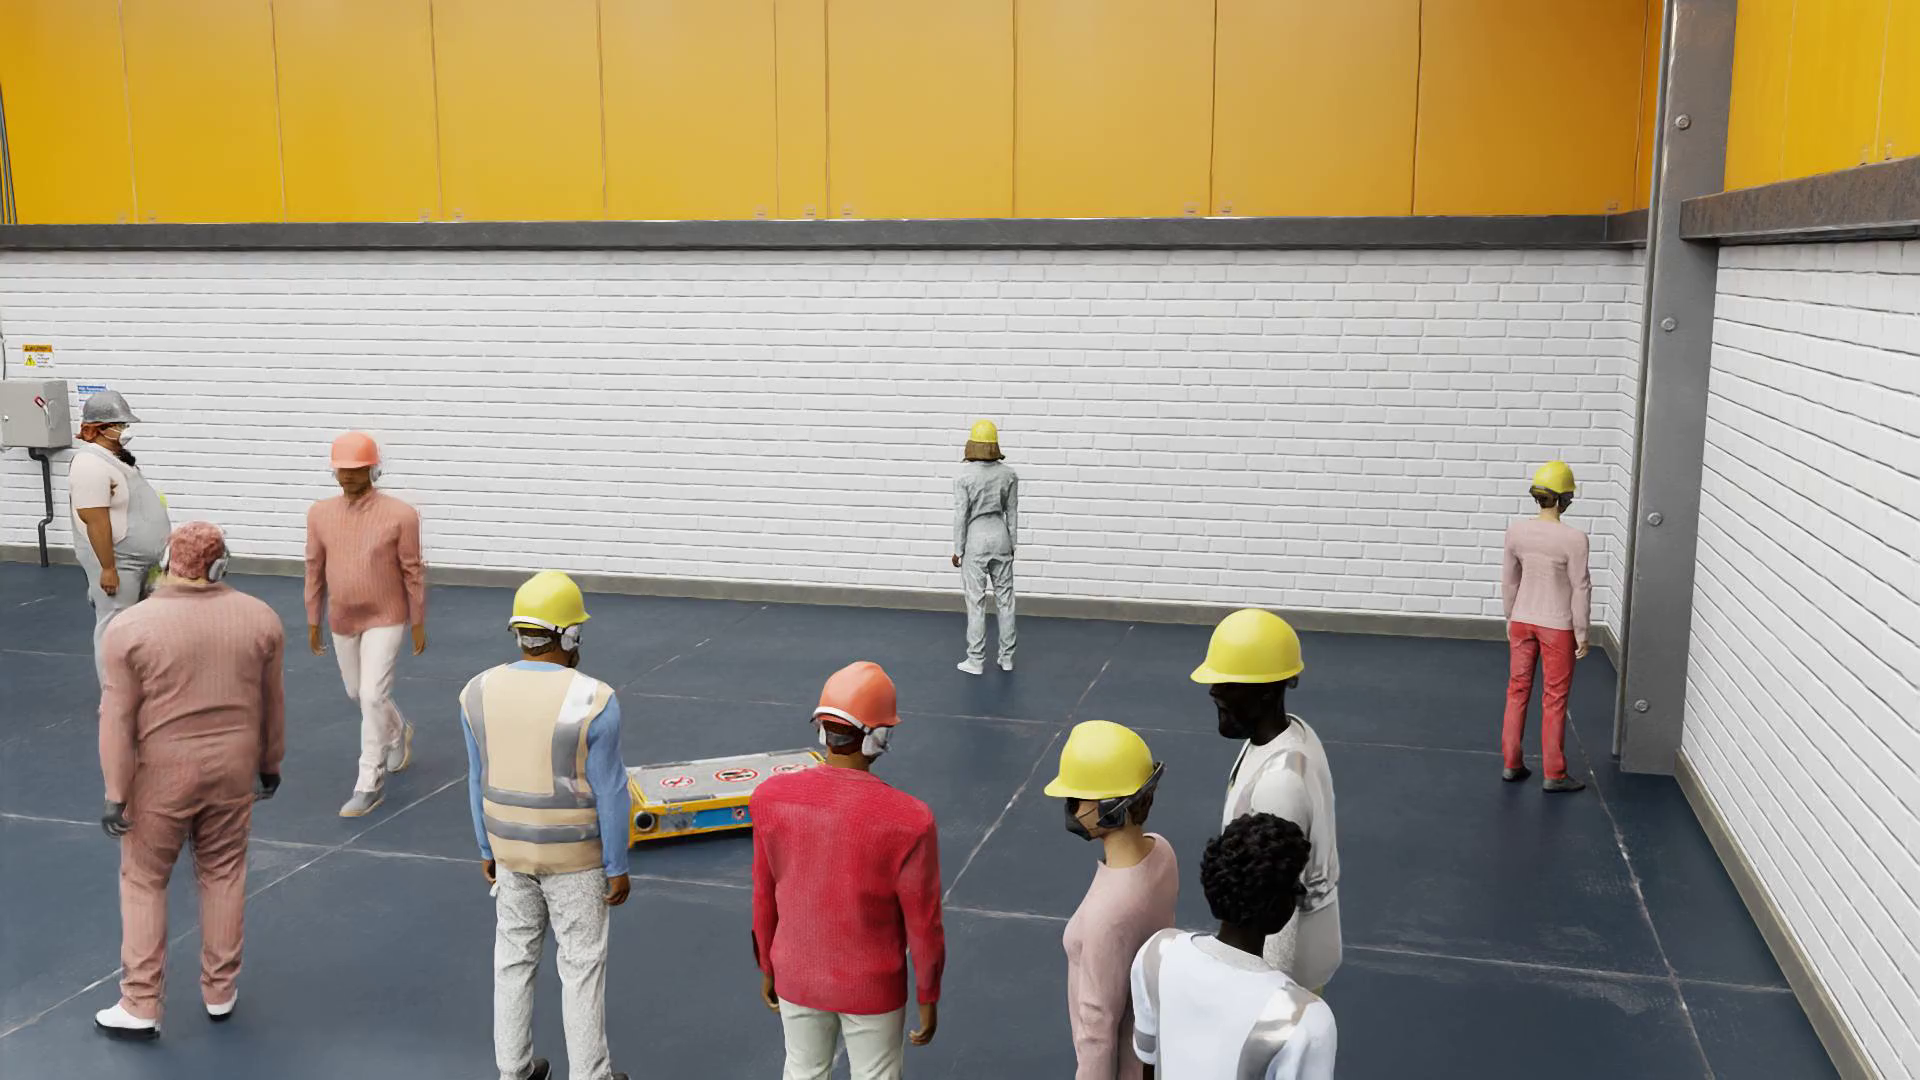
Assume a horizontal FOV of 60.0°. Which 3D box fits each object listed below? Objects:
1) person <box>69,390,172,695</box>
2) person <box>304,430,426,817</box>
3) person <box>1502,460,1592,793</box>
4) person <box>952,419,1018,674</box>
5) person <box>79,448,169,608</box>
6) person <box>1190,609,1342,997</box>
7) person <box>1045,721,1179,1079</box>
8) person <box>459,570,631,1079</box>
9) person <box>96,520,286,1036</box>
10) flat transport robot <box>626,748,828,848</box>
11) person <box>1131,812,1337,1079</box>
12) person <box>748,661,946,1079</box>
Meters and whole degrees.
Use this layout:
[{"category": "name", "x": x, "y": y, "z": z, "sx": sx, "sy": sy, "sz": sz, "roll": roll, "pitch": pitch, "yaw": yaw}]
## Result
[{"category": "person", "x": -5.140, "y": 0.091, "z": 10.237, "sx": 0.539, "sy": 2.000, "sz": 0.688, "roll": -3, "pitch": 10, "yaw": -17}, {"category": "person", "x": -3.107, "y": 0.383, "z": 8.761, "sx": 0.627, "sy": 1.966, "sz": 0.928, "roll": 1, "pitch": 10, "yaw": 6}, {"category": "person", "x": 3.127, "y": 0.458, "z": 8.874, "sx": 0.307, "sy": 1.772, "sz": 0.523, "roll": -7, "pitch": 12, "yaw": -35}, {"category": "person", "x": 0.162, "y": 0.045, "z": 11.378, "sx": 0.487, "sy": 1.744, "sz": 0.313, "roll": -4, "pitch": 11, "yaw": -23}, {"category": "person", "x": -5.168, "y": 0.251, "z": 10.342, "sx": 0.567, "sy": 1.686, "sz": 0.350, "roll": -9, "pitch": 13, "yaw": -43}, {"category": "person", "x": 0.829, "y": 1.127, "z": 4.535, "sx": 0.431, "sy": 1.913, "sz": 0.598, "roll": 2, "pitch": 10, "yaw": 11}, {"category": "person", "x": 0.371, "y": 1.291, "z": 4.009, "sx": 0.342, "sy": 1.761, "sz": 0.525, "roll": 4, "pitch": 10, "yaw": 22}, {"category": "person", "x": -1.344, "y": 1.007, "z": 5.497, "sx": 0.591, "sy": 1.824, "sz": 0.404, "roll": 3, "pitch": 10, "yaw": 19}, {"category": "person", "x": -2.857, "y": 0.862, "z": 6.217, "sx": 0.707, "sy": 1.864, "sz": 0.425, "roll": -9, "pitch": 13, "yaw": -44}, {"category": "flat transport robot", "x": -1.205, "y": 1.288, "z": 8.393, "sx": 1.431, "sy": 0.197, "sz": 0.652, "roll": -4, "pitch": 10, "yaw": -21}, {"category": "person", "x": 0.579, "y": 1.403, "z": 3.558, "sx": 0.320, "sy": 1.685, "sz": 0.539, "roll": -8, "pitch": 13, "yaw": -40}, {"category": "person", "x": -0.304, "y": 1.194, "z": 4.635, "sx": 0.575, "sy": 1.738, "sz": 0.351, "roll": 3, "pitch": 10, "yaw": 19}]
